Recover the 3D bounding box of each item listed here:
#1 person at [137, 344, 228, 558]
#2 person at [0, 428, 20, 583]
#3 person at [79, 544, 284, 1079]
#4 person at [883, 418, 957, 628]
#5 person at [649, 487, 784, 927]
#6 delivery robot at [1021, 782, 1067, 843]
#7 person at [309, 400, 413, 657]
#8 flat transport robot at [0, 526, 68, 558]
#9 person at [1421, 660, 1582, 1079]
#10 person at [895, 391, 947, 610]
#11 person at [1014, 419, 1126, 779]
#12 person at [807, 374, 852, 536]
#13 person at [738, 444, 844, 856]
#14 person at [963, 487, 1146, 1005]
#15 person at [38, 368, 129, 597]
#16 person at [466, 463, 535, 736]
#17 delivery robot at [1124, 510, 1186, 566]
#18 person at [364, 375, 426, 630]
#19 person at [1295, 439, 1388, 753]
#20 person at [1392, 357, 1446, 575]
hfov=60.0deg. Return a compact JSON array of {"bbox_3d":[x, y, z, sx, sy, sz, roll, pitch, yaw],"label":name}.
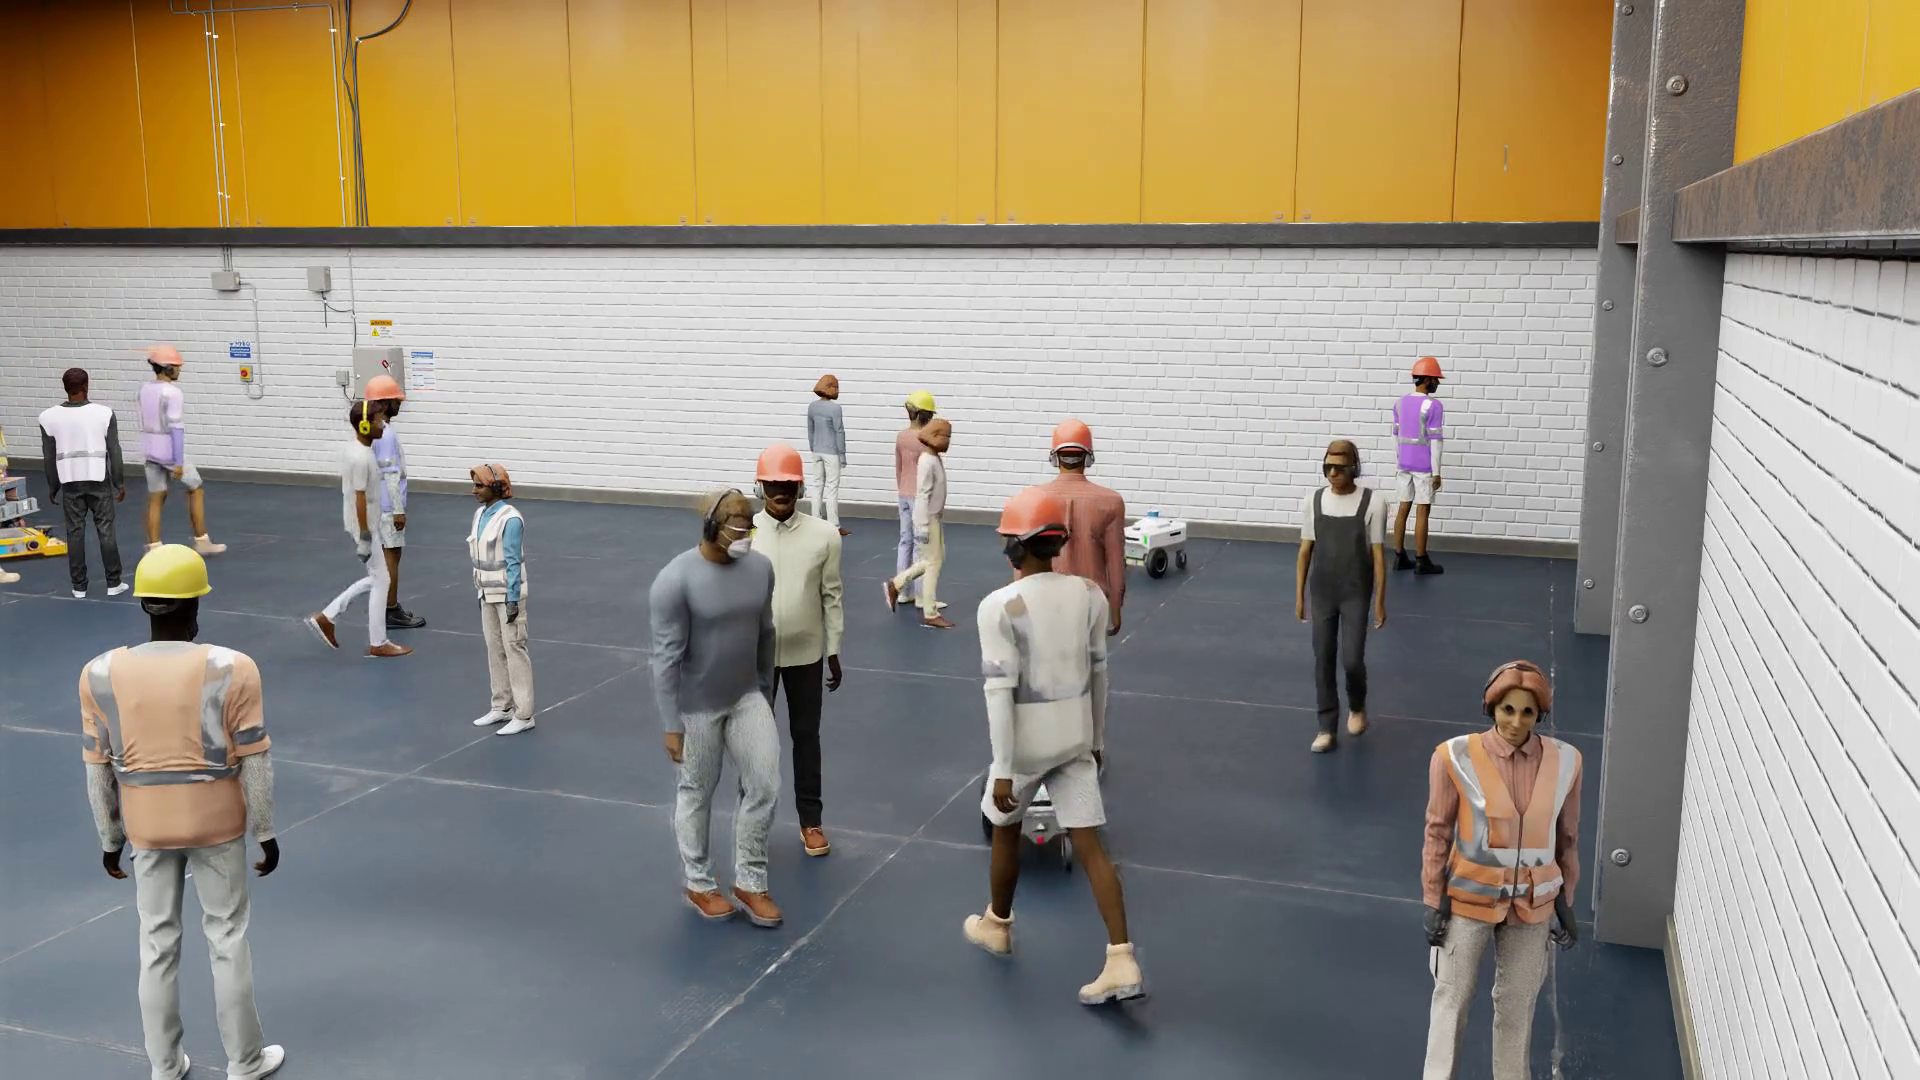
[{"bbox_3d":[-7.243,-0.802,15.429,0.611,2.016,0.830,5,11,28],"label":"person"},{"bbox_3d":[-8.505,-0.543,14.437,0.624,1.845,0.430,9,14,42],"label":"person"},{"bbox_3d":[-2.642,0.967,5.694,0.594,1.926,0.366,-1,10,-8],"label":"person"},{"bbox_3d":[-0.310,-0.137,12.784,0.537,1.615,0.545,1,10,6],"label":"person"},{"bbox_3d":[-0.980,0.727,7.054,0.664,1.913,0.665,-9,14,-43],"label":"person"},{"bbox_3d":[0.364,1.188,8.046,0.477,0.478,0.707,0,10,-2],"label":"delivery robot"},{"bbox_3d":[-4.260,-0.067,11.737,0.586,1.850,0.537,-5,11,-24],"label":"person"},{"bbox_3d":[-9.150,0.066,15.432,1.431,0.197,0.652,-9,13,-41],"label":"flat transport robot"},{"bbox_3d":[1.720,1.179,5.314,0.512,1.639,0.311,-1,10,-4],"label":"person"},{"bbox_3d":[-0.323,-0.322,13.429,0.327,1.760,0.524,-7,12,-33],"label":"person"},{"bbox_3d":[0.601,0.329,9.123,0.614,1.987,0.407,1,10,7],"label":"person"},{"bbox_3d":[-1.330,-0.853,16.769,0.499,1.633,0.279,9,14,43],"label":"person"},{"bbox_3d":[-0.855,0.532,7.945,0.611,1.997,0.375,-2,10,-12],"label":"person"},{"bbox_3d":[0.378,0.797,6.511,0.618,1.993,1.077,-6,12,-31],"label":"person"},{"bbox_3d":[-7.279,-0.472,13.838,0.587,1.913,0.391,-4,11,-19],"label":"person"},{"bbox_3d":[-2.766,0.349,10.013,0.310,1.631,0.508,-9,13,-41],"label":"person"},{"bbox_3d":[1.725,-0.029,14.900,0.477,0.478,0.707,8,13,39],"label":"delivery robot"},{"bbox_3d":[-4.363,-0.287,12.717,0.350,1.942,0.545,-7,12,-34],"label":"person"},{"bbox_3d":[2.202,0.320,9.615,0.533,1.827,0.452,6,12,30],"label":"person"},{"bbox_3d":[4.103,-0.663,14.853,0.375,1.934,0.547,-6,12,-29],"label":"person"}]
